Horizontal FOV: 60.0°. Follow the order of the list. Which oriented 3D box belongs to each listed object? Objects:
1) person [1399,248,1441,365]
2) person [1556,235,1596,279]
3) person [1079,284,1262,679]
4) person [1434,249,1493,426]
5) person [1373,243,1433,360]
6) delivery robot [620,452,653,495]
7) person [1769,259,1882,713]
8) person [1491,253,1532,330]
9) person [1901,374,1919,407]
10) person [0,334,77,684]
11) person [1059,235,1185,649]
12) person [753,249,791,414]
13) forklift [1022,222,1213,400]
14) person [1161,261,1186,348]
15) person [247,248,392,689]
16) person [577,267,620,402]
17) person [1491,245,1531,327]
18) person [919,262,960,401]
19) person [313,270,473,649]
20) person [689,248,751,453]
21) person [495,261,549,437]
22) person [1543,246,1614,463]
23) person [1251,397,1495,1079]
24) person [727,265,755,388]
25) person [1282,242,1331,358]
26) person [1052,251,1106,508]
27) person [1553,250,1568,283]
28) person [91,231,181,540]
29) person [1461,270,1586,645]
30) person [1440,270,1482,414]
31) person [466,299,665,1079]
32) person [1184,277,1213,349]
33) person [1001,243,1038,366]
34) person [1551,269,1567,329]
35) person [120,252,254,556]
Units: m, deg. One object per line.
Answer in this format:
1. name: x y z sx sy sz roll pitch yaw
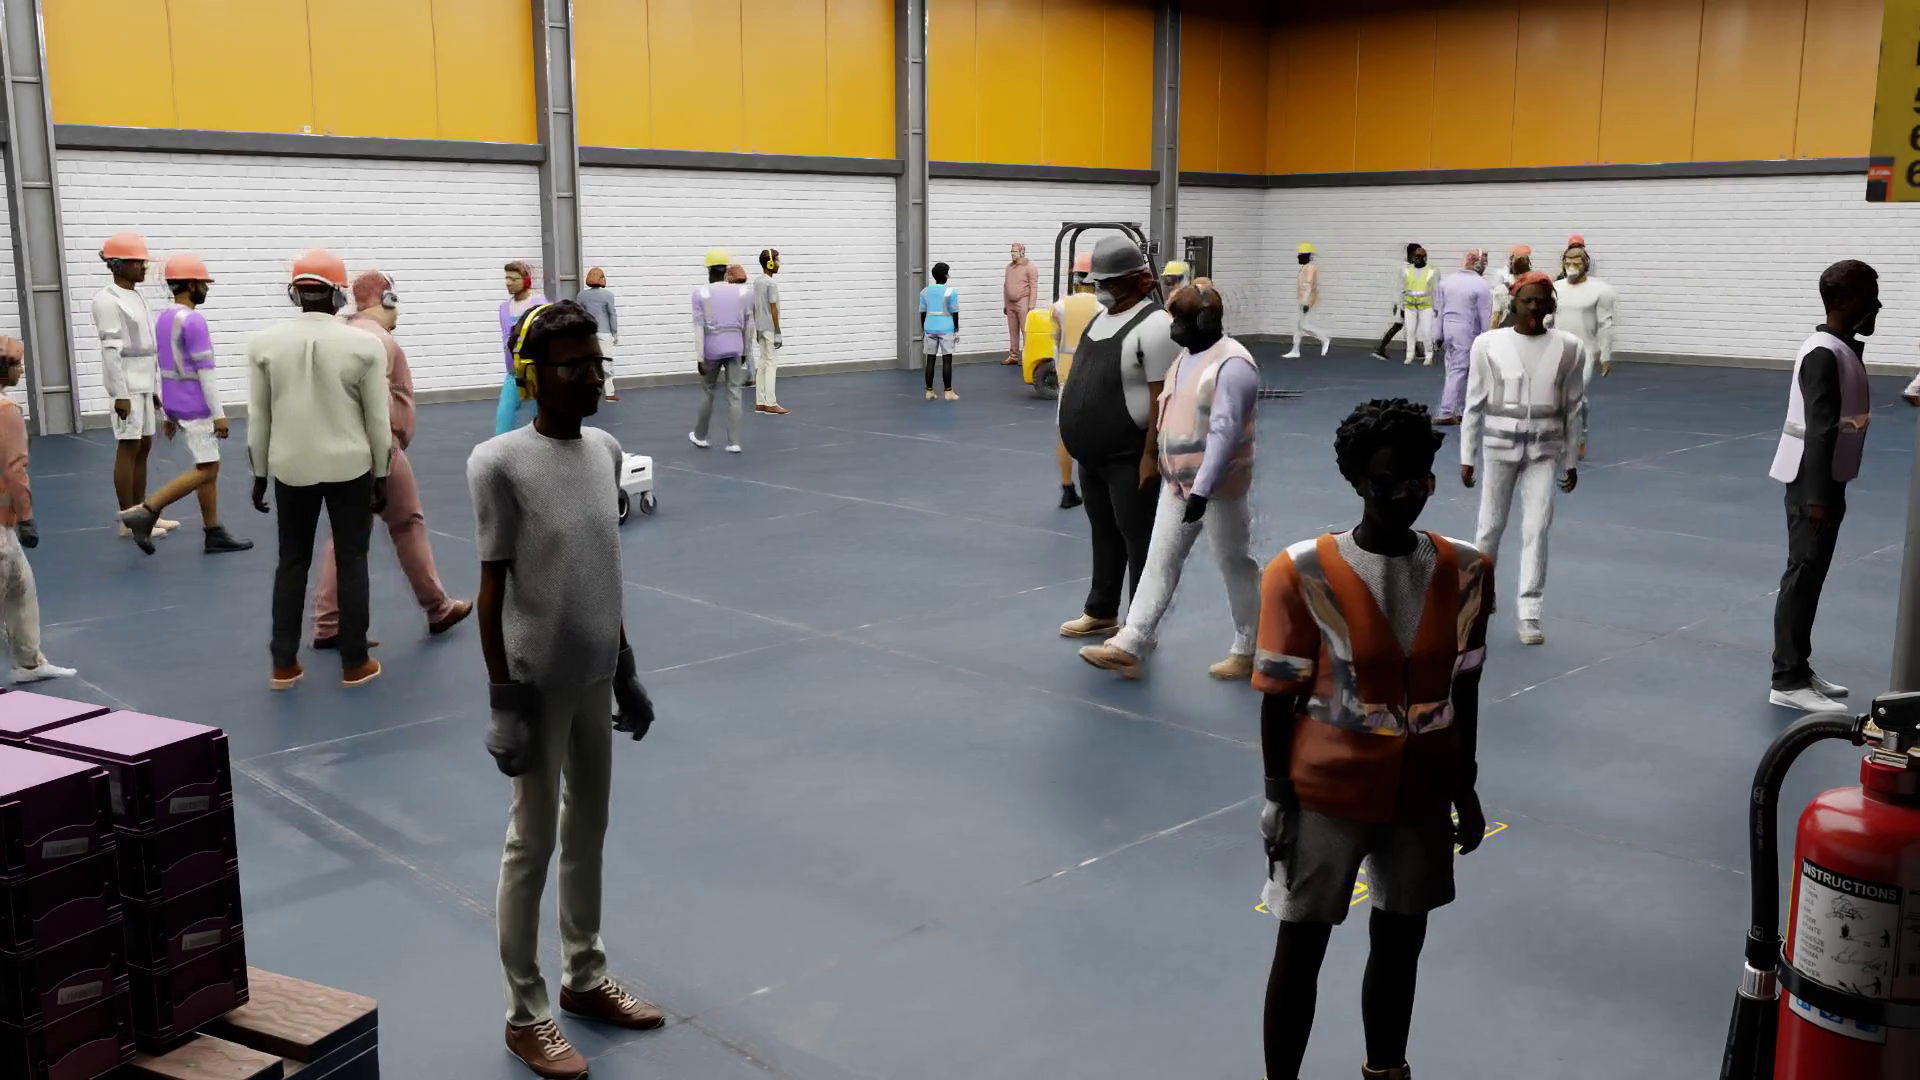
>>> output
1. person: 7.188 -3.649 26.048 0.634 1.826 0.432 6 12 28
2. person: 9.437 -3.665 25.553 0.638 2.030 0.592 7 13 35
3. person: 1.015 -0.233 7.474 0.914 1.794 0.628 -5 11 -24
4. person: 5.459 -2.152 17.740 0.866 1.868 0.670 -5 12 -26
5. person: 7.196 -3.861 27.002 0.978 1.914 0.595 1 10 5
6. delivery robot: -2.504 -0.463 11.868 0.477 0.478 0.707 4 11 22
7. person: 3.696 -0.233 7.146 0.391 1.920 0.588 6 12 30
8. person: 5.660 -1.990 16.927 0.512 1.845 0.340 3 11 17
9. person: 11.586 -2.447 19.366 0.960 1.870 0.633 3 11 15
10. person: -4.315 -0.089 7.231 0.546 1.603 0.739 9 14 41
11. person: 0.745 -0.473 8.122 0.536 2.000 0.672 -5 12 -26
12. person: -2.166 -2.368 18.925 0.313 1.869 0.539 -7 12 -32
13. forklift: 1.935 -2.847 20.651 2.313 2.155 1.214 2 11 13
14. person: 2.528 -2.320 19.029 0.822 1.739 0.528 1 10 5
15. person: -2.880 -0.319 7.513 0.625 1.969 0.503 -2 11 -9
16. person: -4.407 -2.496 20.265 0.499 1.634 0.279 2 11 10
17. person: 7.899 -3.281 23.851 0.572 1.875 0.970 -2 11 -10
18. person: -0.241 -2.546 20.362 0.540 1.696 0.317 5 12 27
19. person: -2.866 -0.400 8.269 0.853 1.847 0.701 -10 14 -43
20. person: -2.280 -1.779 15.660 0.600 1.894 0.836 -5 12 -26
21. person: -3.539 -1.285 13.187 0.568 1.811 0.850 6 12 30
22. person: 5.427 -1.631 14.769 0.660 1.920 0.448 9 14 40
23. person: 0.870 0.541 3.531 0.537 1.695 0.320 -2 11 -11
24. person: -2.924 -2.828 22.101 0.309 1.622 0.512 9 14 42
25. person: 5.739 -3.945 27.432 0.700 1.905 0.602 -1 10 -6
26. person: 0.986 -1.215 12.572 0.549 1.899 0.924 5 11 23
27. person: 8.944 -3.423 24.824 0.644 1.819 0.625 3 11 18
28. person: -5.509 -1.024 11.132 0.383 2.043 0.612 -1 10 -7
29. person: 2.875 -0.454 8.537 0.594 1.866 0.806 2 11 12
30. person: 5.620 -2.195 18.625 0.520 1.637 0.313 2 11 10
31. person: -0.957 0.358 4.069 0.327 1.869 0.517 6 12 28
32. person: 2.238 -1.654 15.675 0.268 1.631 0.507 0 10 0
33. person: 0.905 -3.657 25.855 0.400 1.907 0.644 -10 14 -43
34. person: 7.619 -2.663 20.928 0.522 1.739 0.808 5 11 24
35. person: -4.865 -0.820 10.354 0.739 1.920 0.547 -9 14 -42
